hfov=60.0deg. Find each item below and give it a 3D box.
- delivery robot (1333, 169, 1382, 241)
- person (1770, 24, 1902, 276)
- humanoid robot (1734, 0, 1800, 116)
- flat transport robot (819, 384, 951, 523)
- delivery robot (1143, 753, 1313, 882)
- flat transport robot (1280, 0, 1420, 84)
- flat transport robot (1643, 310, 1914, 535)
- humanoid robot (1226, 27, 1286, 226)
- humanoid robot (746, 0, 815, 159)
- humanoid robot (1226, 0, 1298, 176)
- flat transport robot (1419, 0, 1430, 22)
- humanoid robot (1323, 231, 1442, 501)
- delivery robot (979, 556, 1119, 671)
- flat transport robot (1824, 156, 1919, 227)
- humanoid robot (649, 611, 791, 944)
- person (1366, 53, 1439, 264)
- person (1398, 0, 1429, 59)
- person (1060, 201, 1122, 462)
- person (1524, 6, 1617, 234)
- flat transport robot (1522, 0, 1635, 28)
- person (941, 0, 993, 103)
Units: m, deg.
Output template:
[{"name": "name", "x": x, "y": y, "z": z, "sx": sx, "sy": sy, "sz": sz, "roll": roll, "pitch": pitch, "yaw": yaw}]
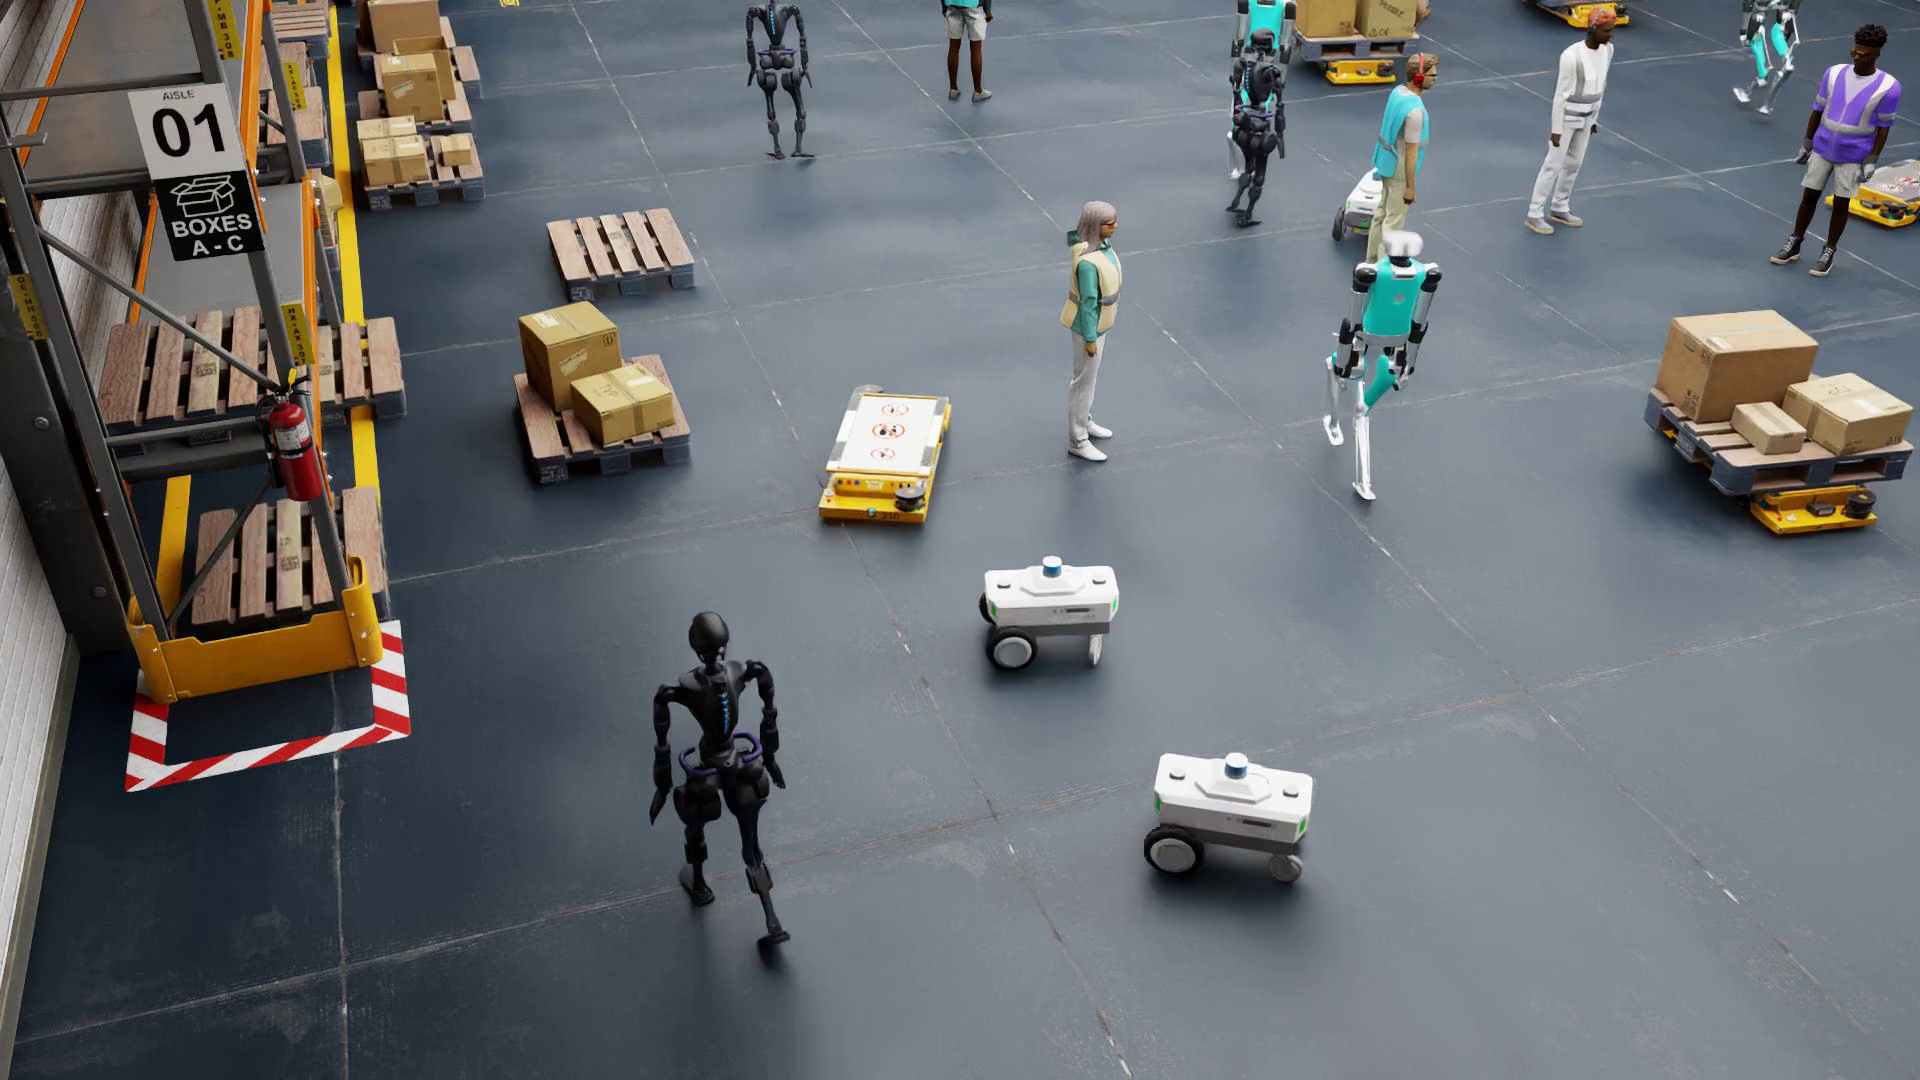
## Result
[{"name": "delivery robot", "x": 3.452, "y": -2.788, "z": 13.882, "sx": 0.499, "sy": 0.606, "sz": 0.807, "roll": 15, "pitch": 36, "yaw": 21}, {"name": "person", "x": 6.857, "y": -3.034, "z": 12.959, "sx": 0.364, "sy": 1.963, "sz": 0.609, "roll": -25, "pitch": 41, "yaw": -33}, {"name": "humanoid robot", "x": 7.844, "y": -4.898, "z": 16.051, "sx": 0.563, "sy": 1.735, "sz": 1.036, "roll": 1, "pitch": 33, "yaw": 1}, {"name": "flat transport robot", "x": -0.462, "y": -0.572, "z": 10.736, "sx": 0.659, "sy": 0.231, "sz": 1.431, "roll": 4, "pitch": 33, "yaw": 5}, {"name": "delivery robot", "x": 1.232, "y": 1.243, "z": 7.694, "sx": 0.784, "sy": 0.599, "sz": 0.499, "roll": 7, "pitch": 34, "yaw": 11}, {"name": "flat transport robot", "x": 4.129, "y": -5.190, "z": 17.819, "sx": 0.659, "sy": 0.231, "sz": 1.431, "roll": -3, "pitch": 33, "yaw": -5}, {"name": "flat transport robot", "x": 5.130, "y": -0.503, "z": 10.630, "sx": 0.659, "sy": 0.231, "sz": 1.431, "roll": -6, "pitch": 34, "yaw": -8}, {"name": "humanoid robot", "x": 2.464, "y": -3.427, "z": 13.815, "sx": 0.336, "sy": 1.649, "sz": 0.602, "roll": -22, "pitch": 39, "yaw": -29}, {"name": "humanoid robot", "x": -1.658, "y": -4.274, "z": 15.129, "sx": 0.611, "sy": 1.647, "sz": 0.461, "roll": 1, "pitch": 33, "yaw": 2}, {"name": "humanoid robot", "x": 2.574, "y": -4.001, "z": 14.634, "sx": 0.535, "sy": 1.755, "sz": 0.764, "roll": 13, "pitch": 35, "yaw": 19}, {"name": "flat transport robot", "x": 4.716, "y": -6.263, "z": 19.464, "sx": 1.431, "sy": 0.231, "sz": 0.659, "roll": 17, "pitch": 37, "yaw": 24}, {"name": "humanoid robot", "x": 2.535, "y": -1.187, "z": 10.391, "sx": 0.555, "sy": 1.757, "sz": 1.076, "roll": -4, "pitch": 33, "yaw": -6}, {"name": "delivery robot", "x": 0.457, "y": 0.378, "z": 9.034, "sx": 0.785, "sy": 0.614, "sz": 0.525, "roll": -2, "pitch": 33, "yaw": -4}, {"name": "flat transport robot", "x": 8.304, "y": -3.049, "z": 14.535, "sx": 1.431, "sy": 0.231, "sz": 0.659, "roll": -19, "pitch": 38, "yaw": -26}, {"name": "humanoid robot", "x": -1.015, "y": 1.021, "z": 7.051, "sx": 0.608, "sy": 1.643, "sz": 0.740, "roll": -18, "pitch": 37, "yaw": -25}, {"name": "person", "x": 3.347, "y": -2.804, "z": 12.715, "sx": 0.382, "sy": 1.844, "sz": 0.564, "roll": -1, "pitch": 33, "yaw": -2}, {"name": "person", "x": 4.886, "y": -6.069, "z": 17.904, "sx": 0.486, "sy": 1.644, "sz": 0.597, "roll": 8, "pitch": 34, "yaw": 13}, {"name": "person", "x": 0.823, "y": -1.341, "z": 10.596, "sx": 0.366, "sy": 1.709, "sz": 0.462, "roll": 7, "pitch": 34, "yaw": 10}, {"name": "person", "x": 5.060, "y": -3.448, "z": 13.687, "sx": 0.585, "sy": 1.874, "sz": 0.355, "roll": -18, "pitch": 37, "yaw": -26}, {"name": "flat transport robot", "x": 7.175, "y": -6.327, "z": 19.562, "sx": 0.659, "sy": 0.231, "sz": 1.431, "roll": -8, "pitch": 34, "yaw": -13}, {"name": "person", "x": 0.049, "y": -5.315, "z": 16.481, "sx": 0.553, "sy": 1.941, "sz": 0.417, "roll": 12, "pitch": 35, "yaw": 18}]
